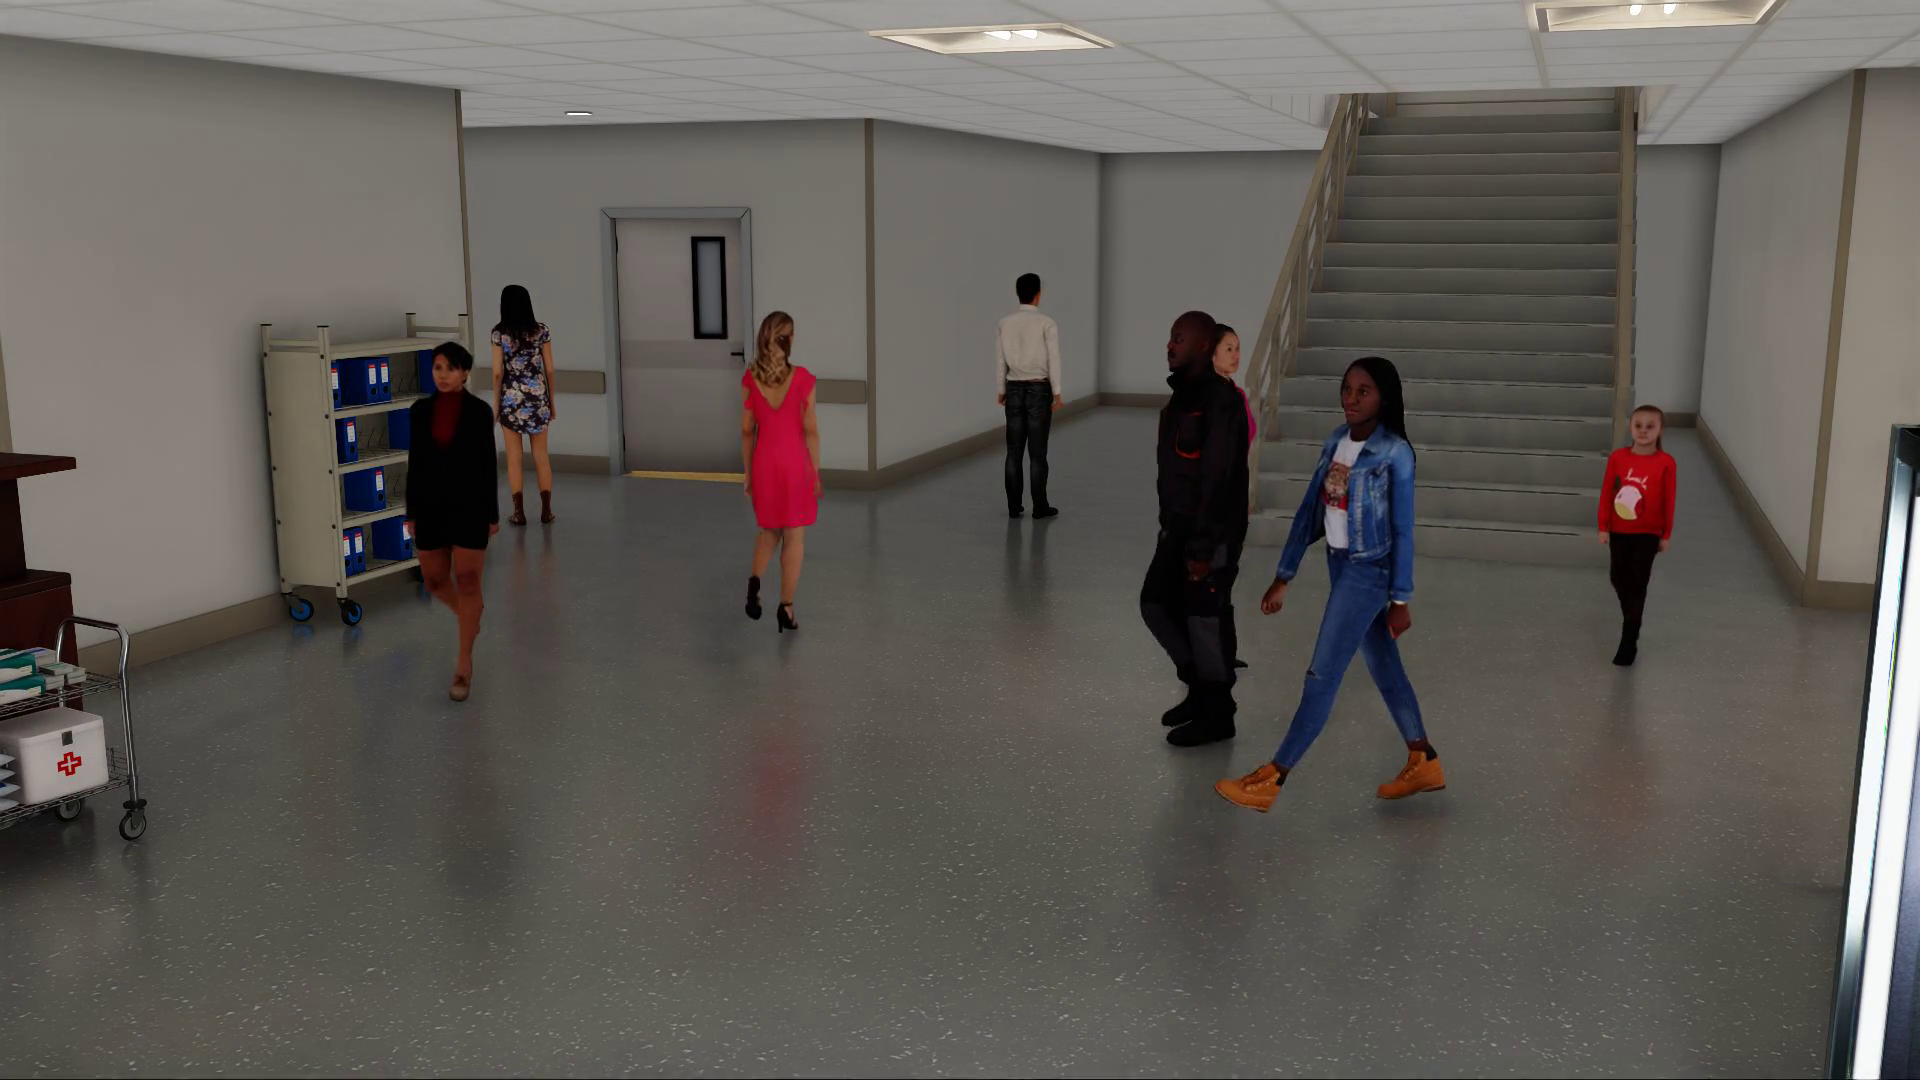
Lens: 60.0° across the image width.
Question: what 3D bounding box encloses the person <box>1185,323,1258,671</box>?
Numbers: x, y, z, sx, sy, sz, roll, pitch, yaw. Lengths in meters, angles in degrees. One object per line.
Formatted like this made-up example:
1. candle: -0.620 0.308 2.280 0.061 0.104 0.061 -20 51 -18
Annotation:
1. person: 1.225 -0.191 8.024 0.720 1.699 0.617 9 14 40

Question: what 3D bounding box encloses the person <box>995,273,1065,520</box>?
1. person: 0.505 -1.075 12.378 0.674 1.811 0.563 5 12 24

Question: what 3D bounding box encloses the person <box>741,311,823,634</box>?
1. person: -0.964 -0.332 8.728 0.595 1.714 0.801 3 11 15

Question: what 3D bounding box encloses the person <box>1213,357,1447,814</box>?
1. person: 1.536 0.204 6.048 1.176 1.658 1.203 -3 11 -17

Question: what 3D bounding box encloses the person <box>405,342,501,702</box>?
1. person: -2.343 -0.095 7.721 0.761 1.623 0.971 0 11 -2

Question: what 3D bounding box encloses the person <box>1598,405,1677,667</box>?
1. person: 3.412 -0.037 8.401 0.644 1.255 0.960 7 13 33

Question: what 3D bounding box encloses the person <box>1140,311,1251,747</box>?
1. person: 1.110 -0.051 6.984 0.913 1.811 0.843 -5 12 -24

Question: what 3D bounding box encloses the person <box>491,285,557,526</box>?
1. person: -3.178 -0.985 12.114 0.661 1.733 0.710 -5 12 -23
